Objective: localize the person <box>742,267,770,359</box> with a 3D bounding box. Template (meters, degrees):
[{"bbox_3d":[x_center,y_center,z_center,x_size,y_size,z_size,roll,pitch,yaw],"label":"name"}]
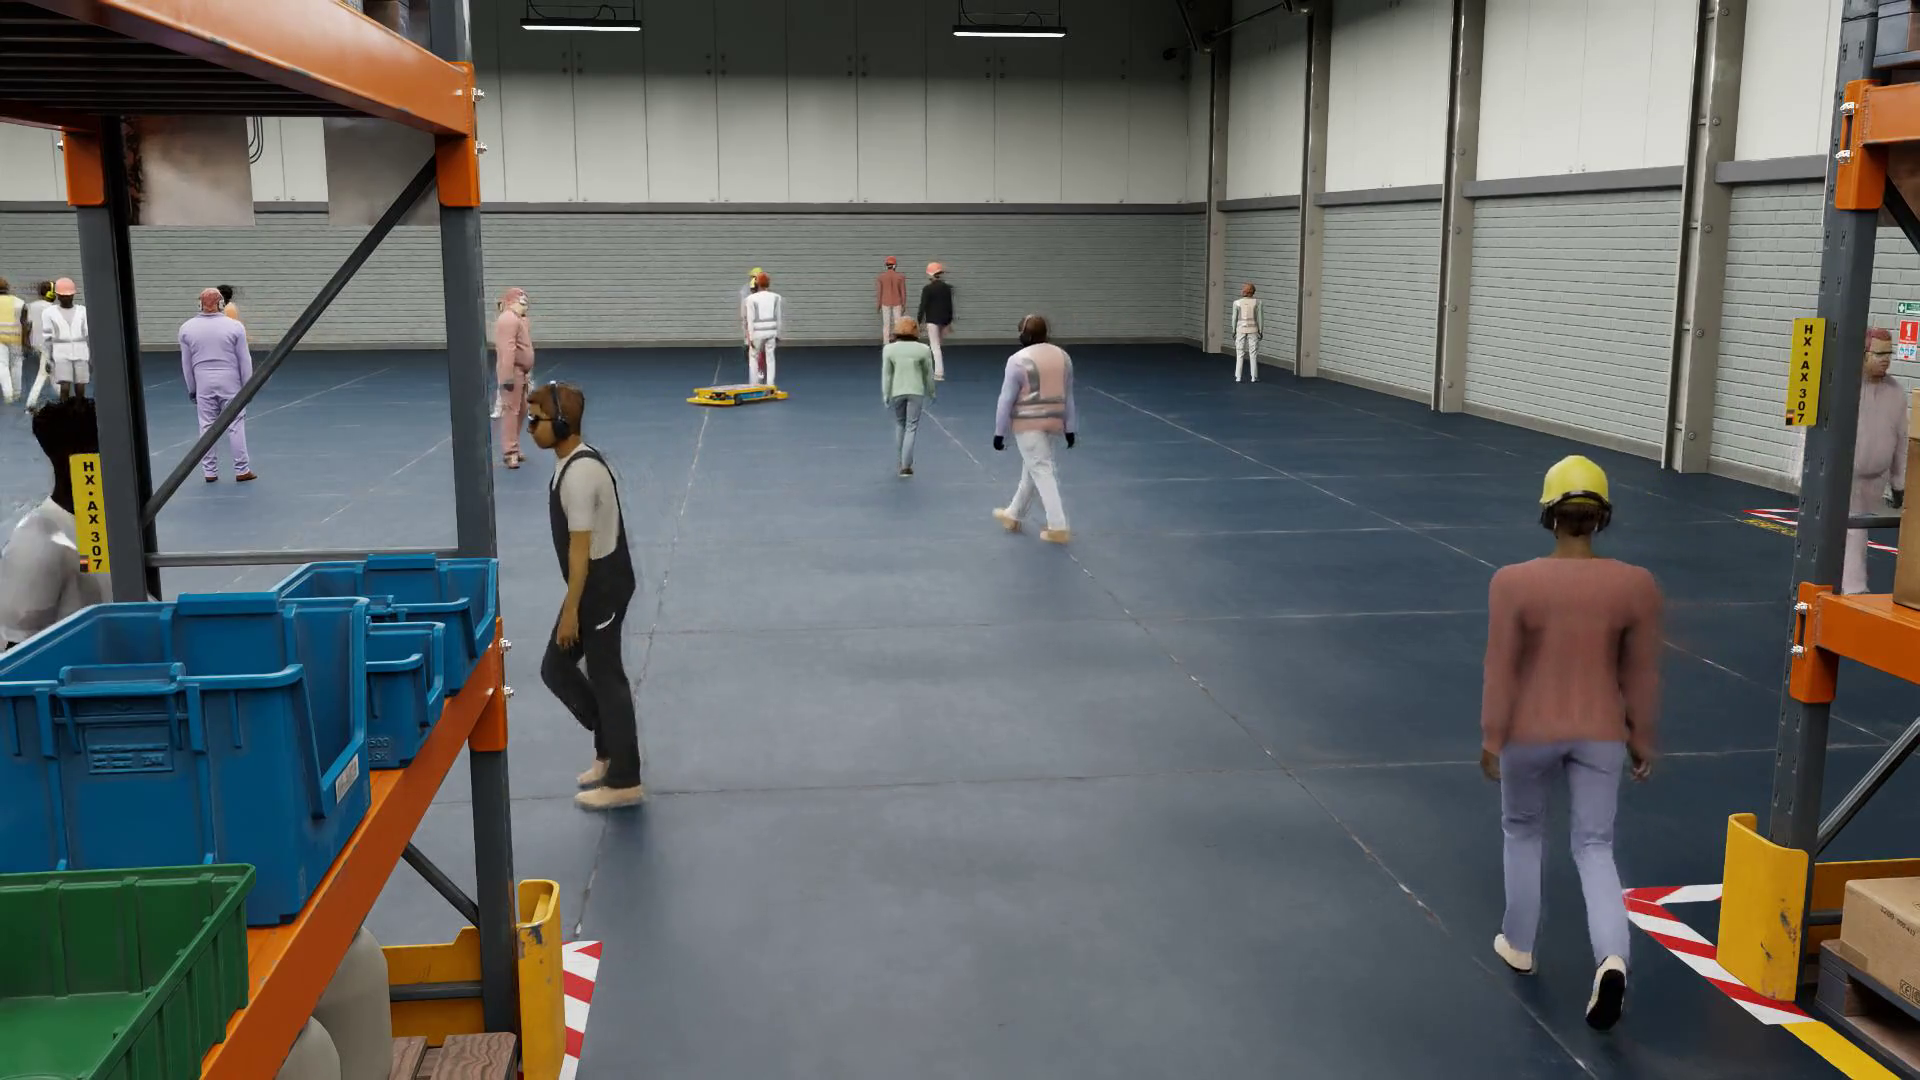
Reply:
[{"bbox_3d":[-3.985,-4.419,32.523,0.599,1.813,0.532,4,11,20],"label":"person"}]

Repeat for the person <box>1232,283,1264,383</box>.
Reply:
[{"bbox_3d":[4.757,-3.422,27.533,0.523,1.638,0.311,3,11,14],"label":"person"}]

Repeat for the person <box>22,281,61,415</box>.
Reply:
[{"bbox_3d":[-12.510,-2.627,22.754,0.565,1.805,0.970,4,11,22],"label":"person"}]

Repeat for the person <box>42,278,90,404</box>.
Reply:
[{"bbox_3d":[-10.704,-2.194,20.048,0.568,1.912,0.562,-8,13,-36],"label":"person"}]

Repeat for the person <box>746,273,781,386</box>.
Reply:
[{"bbox_3d":[-2.981,-3.077,25.032,0.589,1.855,0.781,-5,11,-26],"label":"person"}]

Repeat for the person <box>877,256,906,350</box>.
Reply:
[{"bbox_3d":[-1.437,-4.958,34.996,0.609,1.988,0.392,0,10,1],"label":"person"}]

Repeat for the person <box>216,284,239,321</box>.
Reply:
[{"bbox_3d":[-11.123,-3.041,25.295,0.379,1.681,0.558,-6,12,-31],"label":"person"}]

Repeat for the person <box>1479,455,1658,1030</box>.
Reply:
[{"bbox_3d":[1.896,0.613,5.163,0.525,1.735,0.749,1,10,6],"label":"person"}]

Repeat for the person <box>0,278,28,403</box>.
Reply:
[{"bbox_3d":[-13.963,-2.912,24.301,0.641,1.791,0.953,-7,12,-33],"label":"person"}]

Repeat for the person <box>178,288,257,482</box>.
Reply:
[{"bbox_3d":[-7.275,-1.516,16.348,0.643,1.910,0.411,-1,10,-8],"label":"person"}]

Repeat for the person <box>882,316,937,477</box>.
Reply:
[{"bbox_3d":[-0.504,-1.469,16.933,0.503,1.599,0.799,3,11,14],"label":"person"}]

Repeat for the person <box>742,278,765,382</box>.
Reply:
[{"bbox_3d":[-3.401,-3.552,28.006,0.522,1.727,0.869,-3,11,-14],"label":"person"}]

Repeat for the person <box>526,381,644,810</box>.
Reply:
[{"bbox_3d":[-1.552,0.244,6.951,0.446,1.822,0.512,-4,11,-20],"label":"person"}]

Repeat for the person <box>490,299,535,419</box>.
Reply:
[{"bbox_3d":[-5.931,-2.416,22.137,0.518,1.596,0.859,5,11,25],"label":"person"}]

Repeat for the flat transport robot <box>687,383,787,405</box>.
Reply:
[{"bbox_3d":[-3.235,-2.131,24.207,0.652,0.197,1.431,7,13,35],"label":"flat transport robot"}]

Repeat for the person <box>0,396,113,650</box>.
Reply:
[{"bbox_3d":[-2.848,0.490,5.357,1.020,1.919,0.608,-2,11,-11],"label":"person"}]

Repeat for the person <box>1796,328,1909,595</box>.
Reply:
[{"bbox_3d":[5.581,-0.402,10.413,0.651,1.857,0.994,-2,11,-11],"label":"person"}]

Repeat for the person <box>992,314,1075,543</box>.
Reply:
[{"bbox_3d":[0.554,-0.896,13.276,0.645,1.785,0.974,-9,14,-40],"label":"person"}]

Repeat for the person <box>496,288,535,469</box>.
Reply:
[{"bbox_3d":[-4.673,-1.703,17.501,0.397,1.873,0.763,-2,11,-11],"label":"person"}]

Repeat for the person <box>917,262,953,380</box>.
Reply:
[{"bbox_3d":[-0.458,-3.670,27.968,0.603,1.968,0.615,8,13,39],"label":"person"}]
